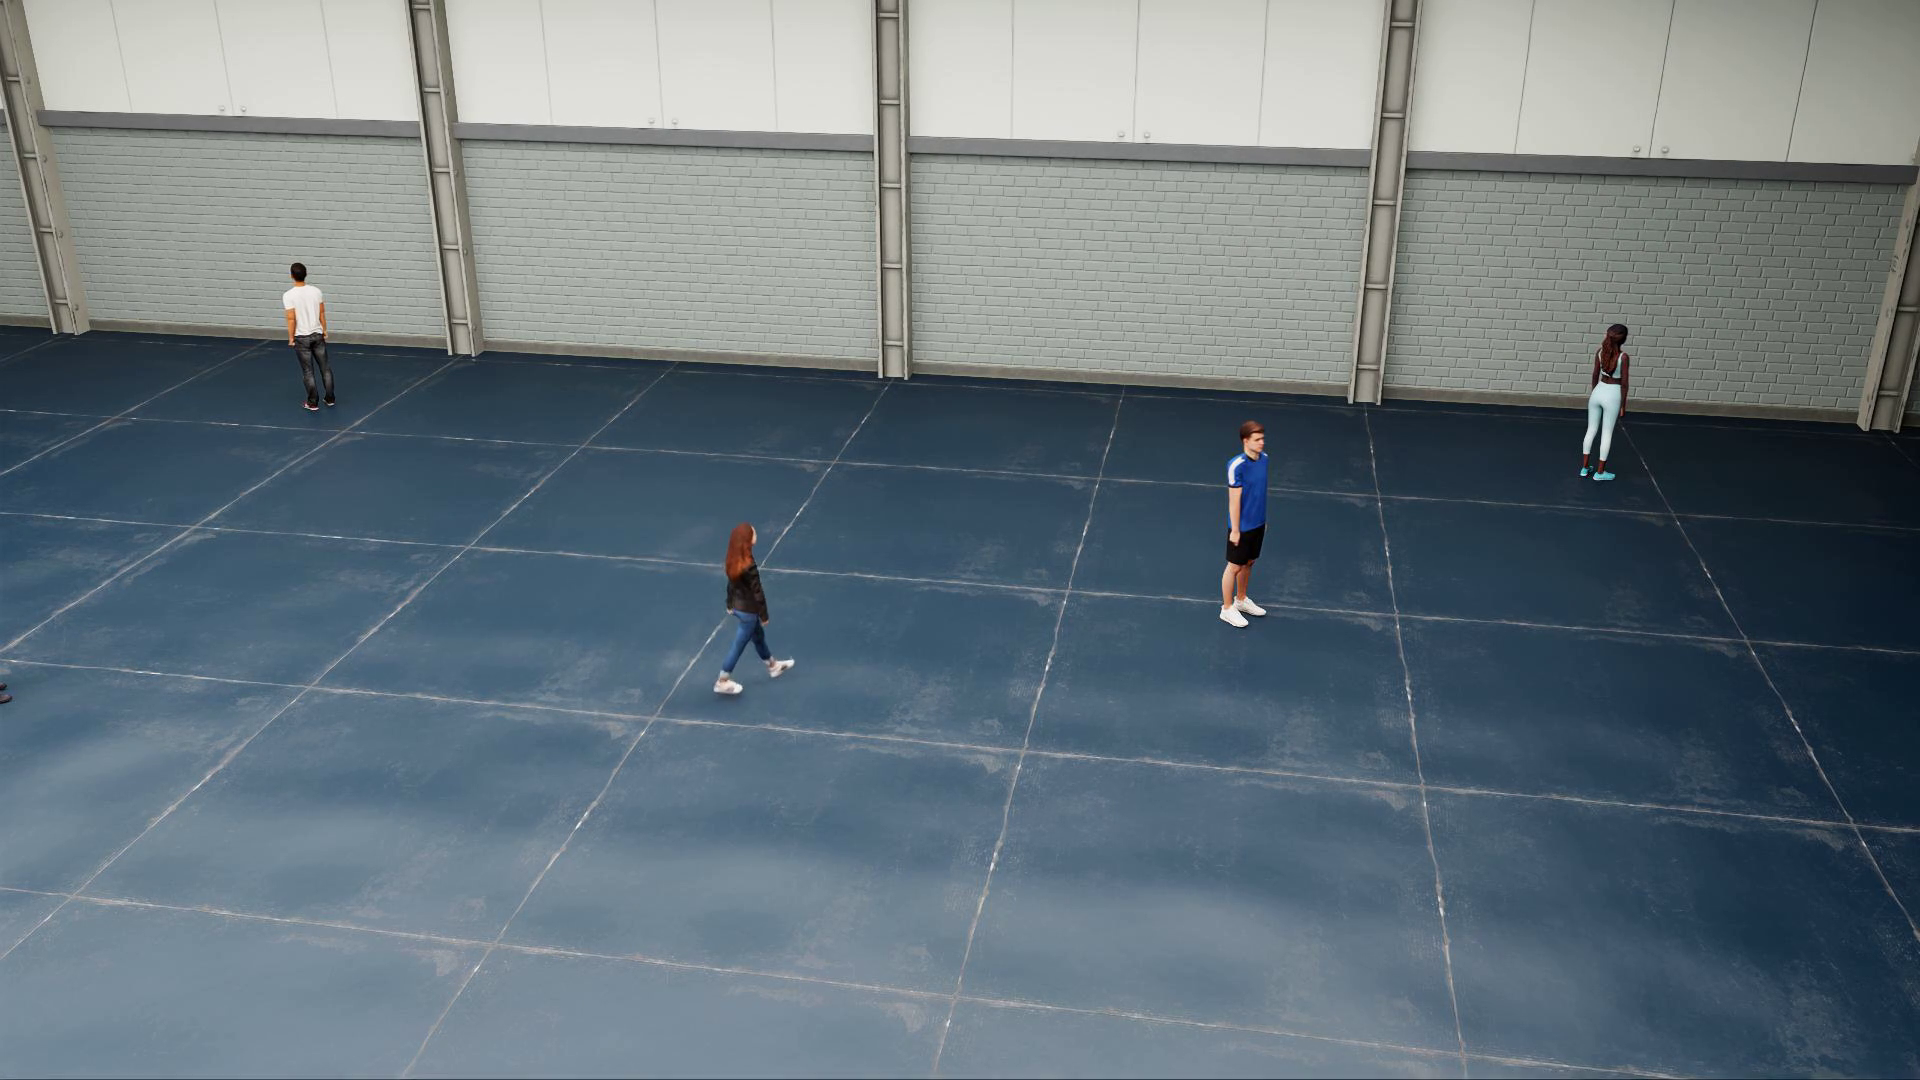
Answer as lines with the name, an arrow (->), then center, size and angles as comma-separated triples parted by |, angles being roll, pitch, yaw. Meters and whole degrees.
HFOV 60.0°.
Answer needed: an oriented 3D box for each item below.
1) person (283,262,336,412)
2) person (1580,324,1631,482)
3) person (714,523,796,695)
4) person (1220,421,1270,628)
person -> -7.933, -2.491, 20.260 | 0.729, 1.805, 0.716 | 21, 31, 40
person -> 7.010, -1.507, 18.048 | 0.716, 1.725, 0.649 | -17, 28, -34
person -> -1.791, 0.584, 13.490 | 1.048, 1.443, 0.972 | -15, 27, -30
person -> 2.529, -0.174, 14.732 | 0.751, 1.866, 0.737 | 19, 30, 38
